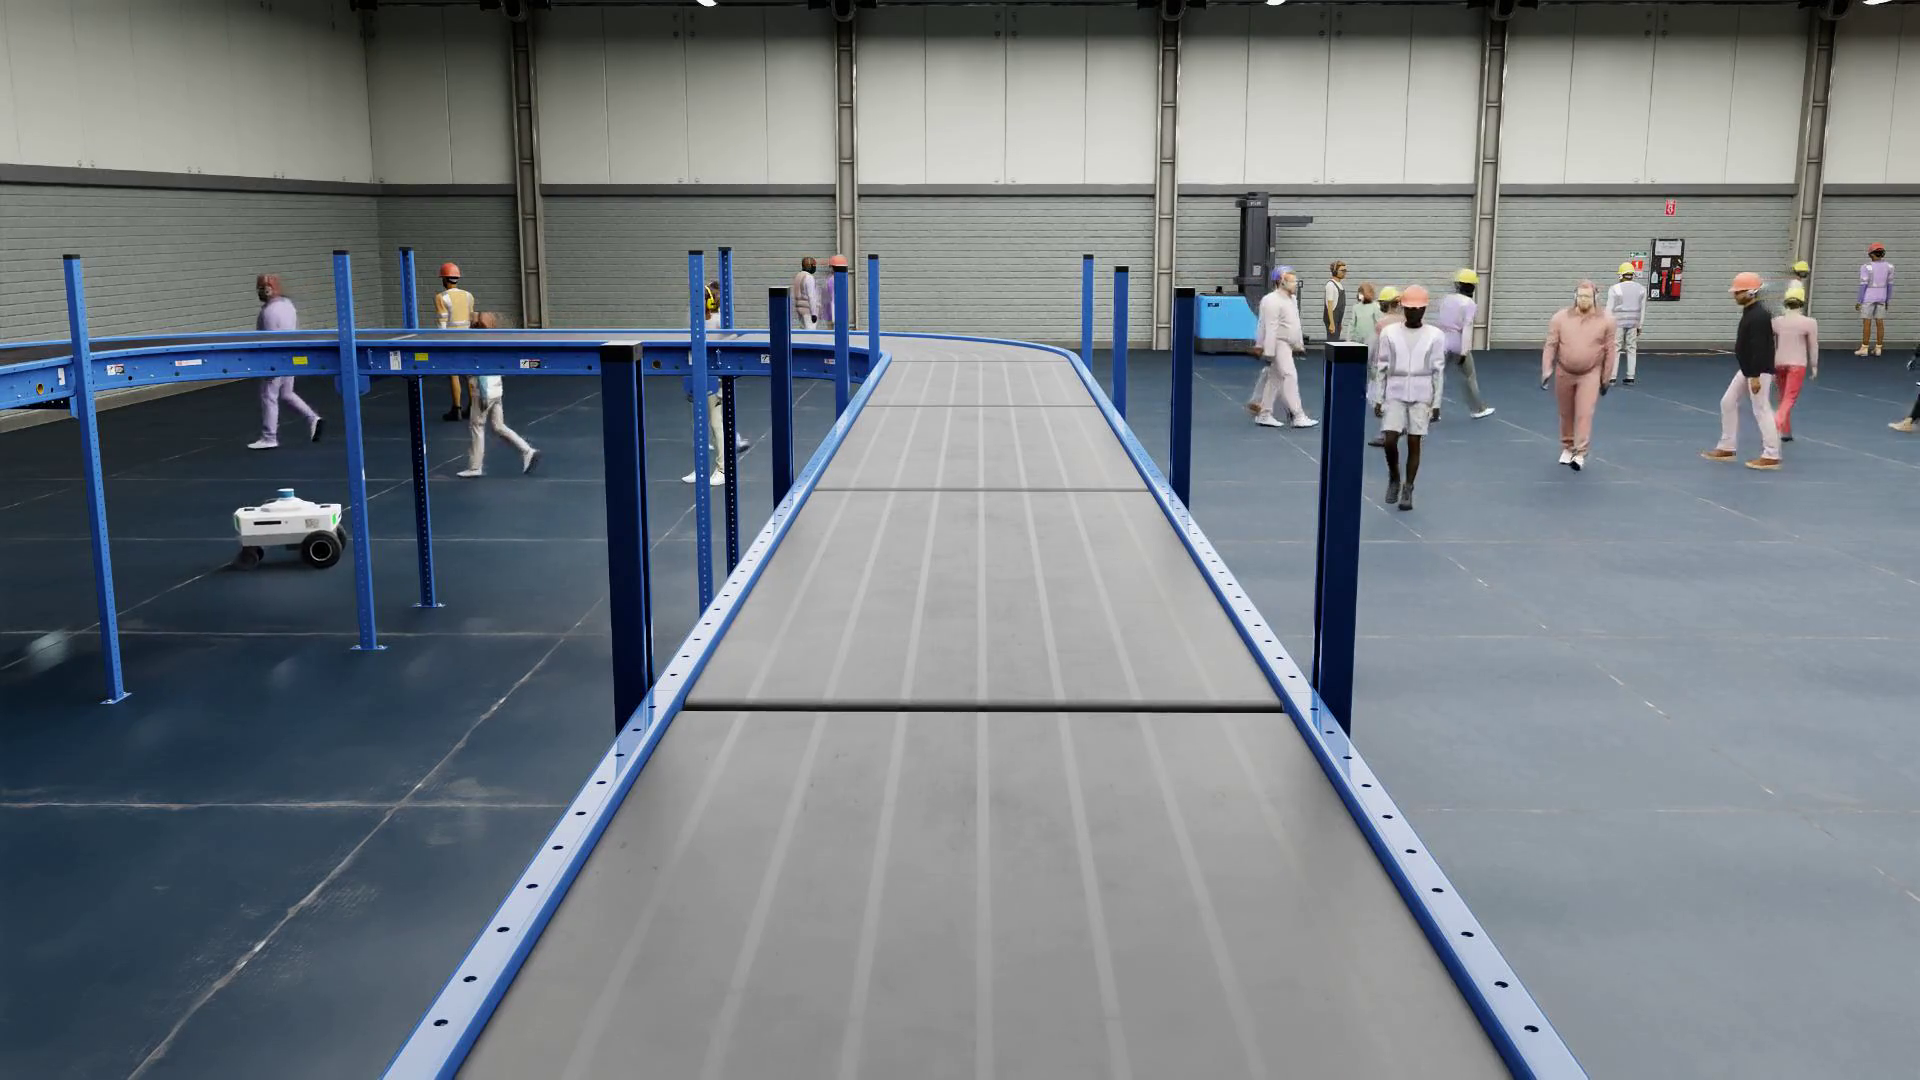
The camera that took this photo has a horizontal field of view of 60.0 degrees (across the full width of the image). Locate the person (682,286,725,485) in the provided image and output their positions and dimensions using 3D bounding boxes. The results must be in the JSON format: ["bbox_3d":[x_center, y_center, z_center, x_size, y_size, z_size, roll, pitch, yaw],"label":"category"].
[{"bbox_3d":[-2.400,-1.459,15.666,0.508,1.872,0.329,8,14,37],"label":"person"}]

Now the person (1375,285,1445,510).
[{"bbox_3d":[3.859,-1.222,14.293,0.567,1.926,0.400,3,11,15],"label":"person"}]

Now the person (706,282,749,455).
[{"bbox_3d":[-2.581,-1.817,17.625,0.547,1.818,0.996,-8,14,-36],"label":"person"}]

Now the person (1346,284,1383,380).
[{"bbox_3d":[5.549,-2.731,22.928,0.851,1.584,0.533,-7,13,-33],"label":"person"}]

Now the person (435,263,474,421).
[{"bbox_3d":[-6.264,-2.456,20.609,0.373,1.939,0.545,8,13,35],"label":"person"}]

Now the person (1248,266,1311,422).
[{"bbox_3d":[3.968,-2.441,20.668,0.615,1.898,1.014,-11,15,-43],"label":"person"}]

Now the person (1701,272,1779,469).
[{"bbox_3d":[7.898,-1.700,16.708,0.802,1.947,0.627,3,11,14],"label":"person"}]

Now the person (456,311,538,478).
[{"bbox_3d":[-4.503,-1.404,16.050,0.714,1.613,0.519,1,11,4],"label":"person"}]

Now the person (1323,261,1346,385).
[{"bbox_3d":[5.645,-3.267,25.017,0.345,1.846,0.508,5,12,25],"label":"person"}]

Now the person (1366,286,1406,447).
[{"bbox_3d":[4.657,-1.871,18.058,0.421,1.753,0.552,10,15,43],"label":"person"}]

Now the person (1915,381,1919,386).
[{"bbox_3d":[14.439,-3.046,24.482,0.681,1.616,0.519,-8,13,-34],"label":"person"}]

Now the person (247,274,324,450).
[{"bbox_3d":[-7.382,-1.934,18.046,0.709,1.888,0.684,1,11,3],"label":"person"}]

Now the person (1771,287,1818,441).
[{"bbox_3d":[9.192,-1.933,18.494,0.851,1.733,0.538,-10,15,-42],"label":"person"}]

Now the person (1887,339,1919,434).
[{"bbox_3d":[11.117,-2.029,19.126,0.842,1.651,0.543,2,11,12],"label":"person"}]

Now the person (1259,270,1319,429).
[{"bbox_3d":[3.964,-2.258,19.776,0.896,1.874,0.647,5,12,25],"label":"person"}]

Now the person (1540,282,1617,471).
[{"bbox_3d":[6.177,-1.640,16.647,0.657,1.853,1.021,6,12,27],"label":"person"}]

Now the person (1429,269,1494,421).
[{"bbox_3d":[6.172,-2.411,20.589,1.042,1.863,0.590,-5,12,-26],"label":"person"}]

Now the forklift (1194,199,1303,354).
[{"bbox_3d":[5.313,-4.851,30.603,1.873,2.768,1.129,0,11,1],"label":"forklift"}]

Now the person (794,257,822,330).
[{"bbox_3d":[-2.511,-3.774,27.635,0.429,1.841,0.633,-5,12,-25],"label":"person"}]

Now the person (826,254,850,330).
[{"bbox_3d":[-1.996,-3.481,25.924,0.627,1.925,0.549,0,11,-1],"label":"person"}]

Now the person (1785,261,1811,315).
[{"bbox_3d":[14.182,-3.842,28.190,0.360,1.750,0.548,6,13,28],"label":"person"}]

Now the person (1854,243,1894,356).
[{"bbox_3d":[16.512,-4.347,30.084,0.605,2.034,0.392,0,11,-2],"label":"person"}]

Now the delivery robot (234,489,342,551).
[{"bbox_3d":[-4.882,-0.130,12.091,0.707,0.478,0.477,-3,11,-15],"label":"delivery robot"}]

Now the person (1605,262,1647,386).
[{"bbox_3d":[9.937,-3.234,24.913,0.596,1.824,0.403,-1,11,-6],"label":"person"}]
